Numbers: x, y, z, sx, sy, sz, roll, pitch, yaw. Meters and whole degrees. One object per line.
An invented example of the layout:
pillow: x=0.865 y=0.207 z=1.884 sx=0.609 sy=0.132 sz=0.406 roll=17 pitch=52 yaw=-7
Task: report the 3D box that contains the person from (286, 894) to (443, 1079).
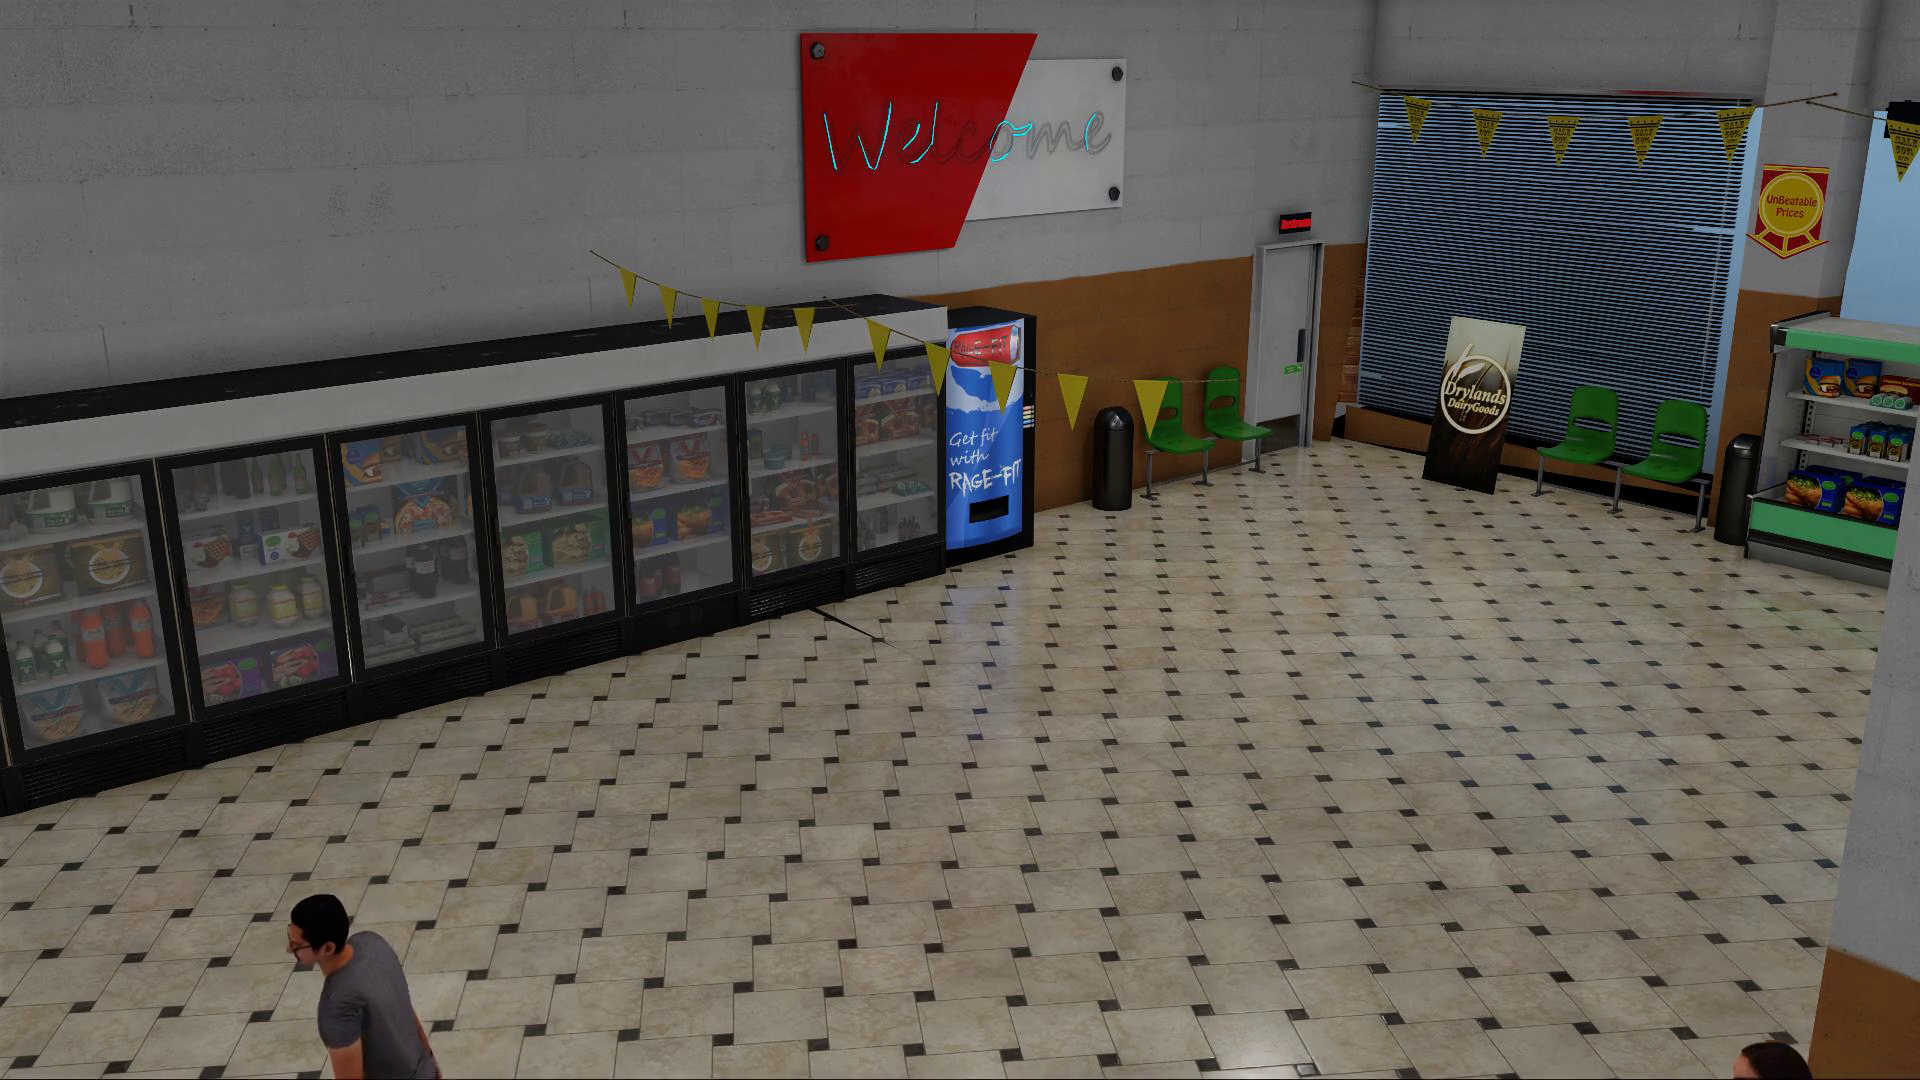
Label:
person: x=-1.929 y=1.956 z=5.819 sx=0.870 sy=1.716 sz=0.801 roll=-1 pitch=17 yaw=-3
